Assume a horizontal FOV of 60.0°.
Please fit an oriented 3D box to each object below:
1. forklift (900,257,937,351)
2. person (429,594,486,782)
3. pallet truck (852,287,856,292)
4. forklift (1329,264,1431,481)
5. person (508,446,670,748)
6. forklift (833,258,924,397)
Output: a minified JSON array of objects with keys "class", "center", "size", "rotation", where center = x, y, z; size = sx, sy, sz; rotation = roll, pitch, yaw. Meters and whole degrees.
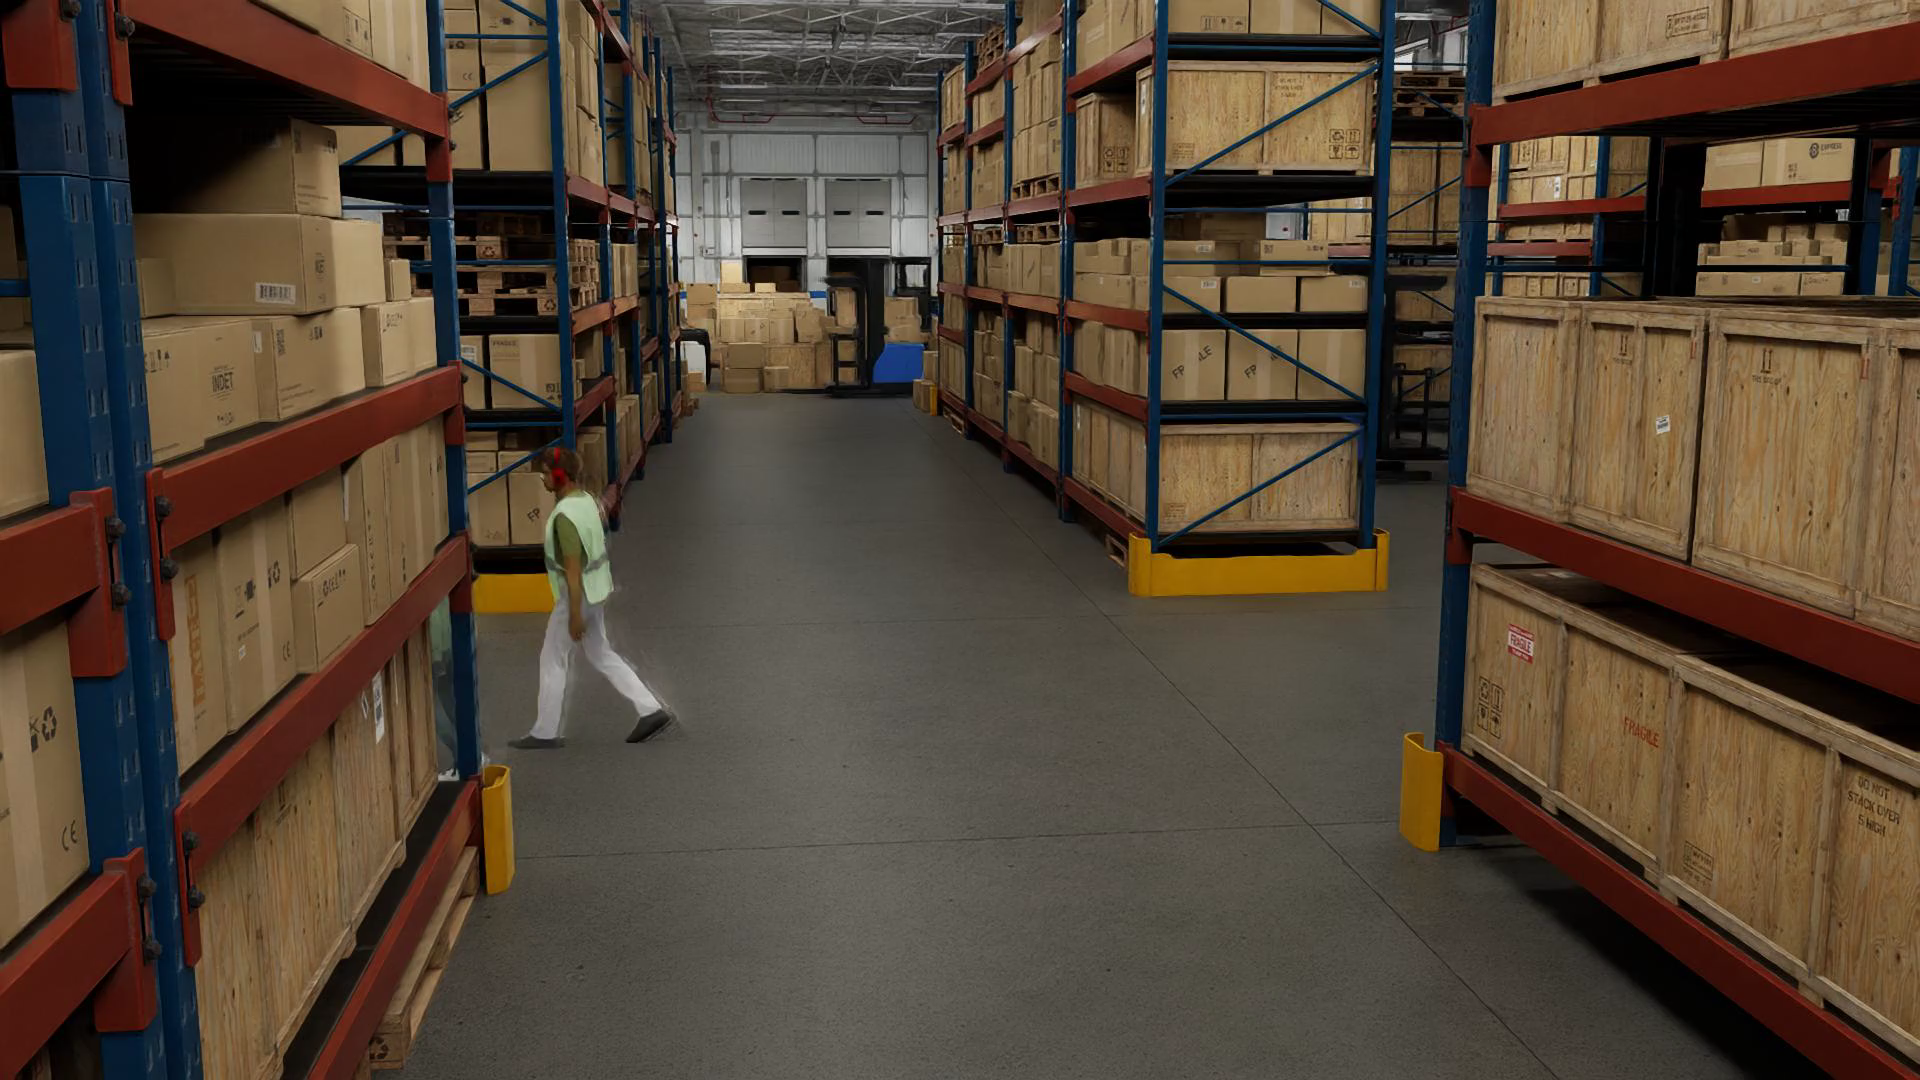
[{"class":"forklift","center":[-1.358,-7.151,50.199],"size":[1.129,2.768,1.873],"rotation":[2,10,10]},{"class":"person","center":[-2.813,0.565,8.938],"size":[0.360,1.619,0.533],"rotation":[0,10,-2]},{"class":"pallet truck","center":[-3.782,-9.391,65.808],"size":[1.885,1.965,0.823],"rotation":[2,10,10]},{"class":"forklift","center":[4.977,-2.179,21.250],"size":[1.873,2.768,1.129],"rotation":[-1,10,-4]},{"class":"person","center":[-2.176,0.343,9.735],"size":[0.901,1.810,0.607],"rotation":[0,10,0]},{"class":"forklift","center":[-1.699,-4.355,33.920],"size":[1.873,2.768,1.129],"rotation":[-1,10,-7]}]
